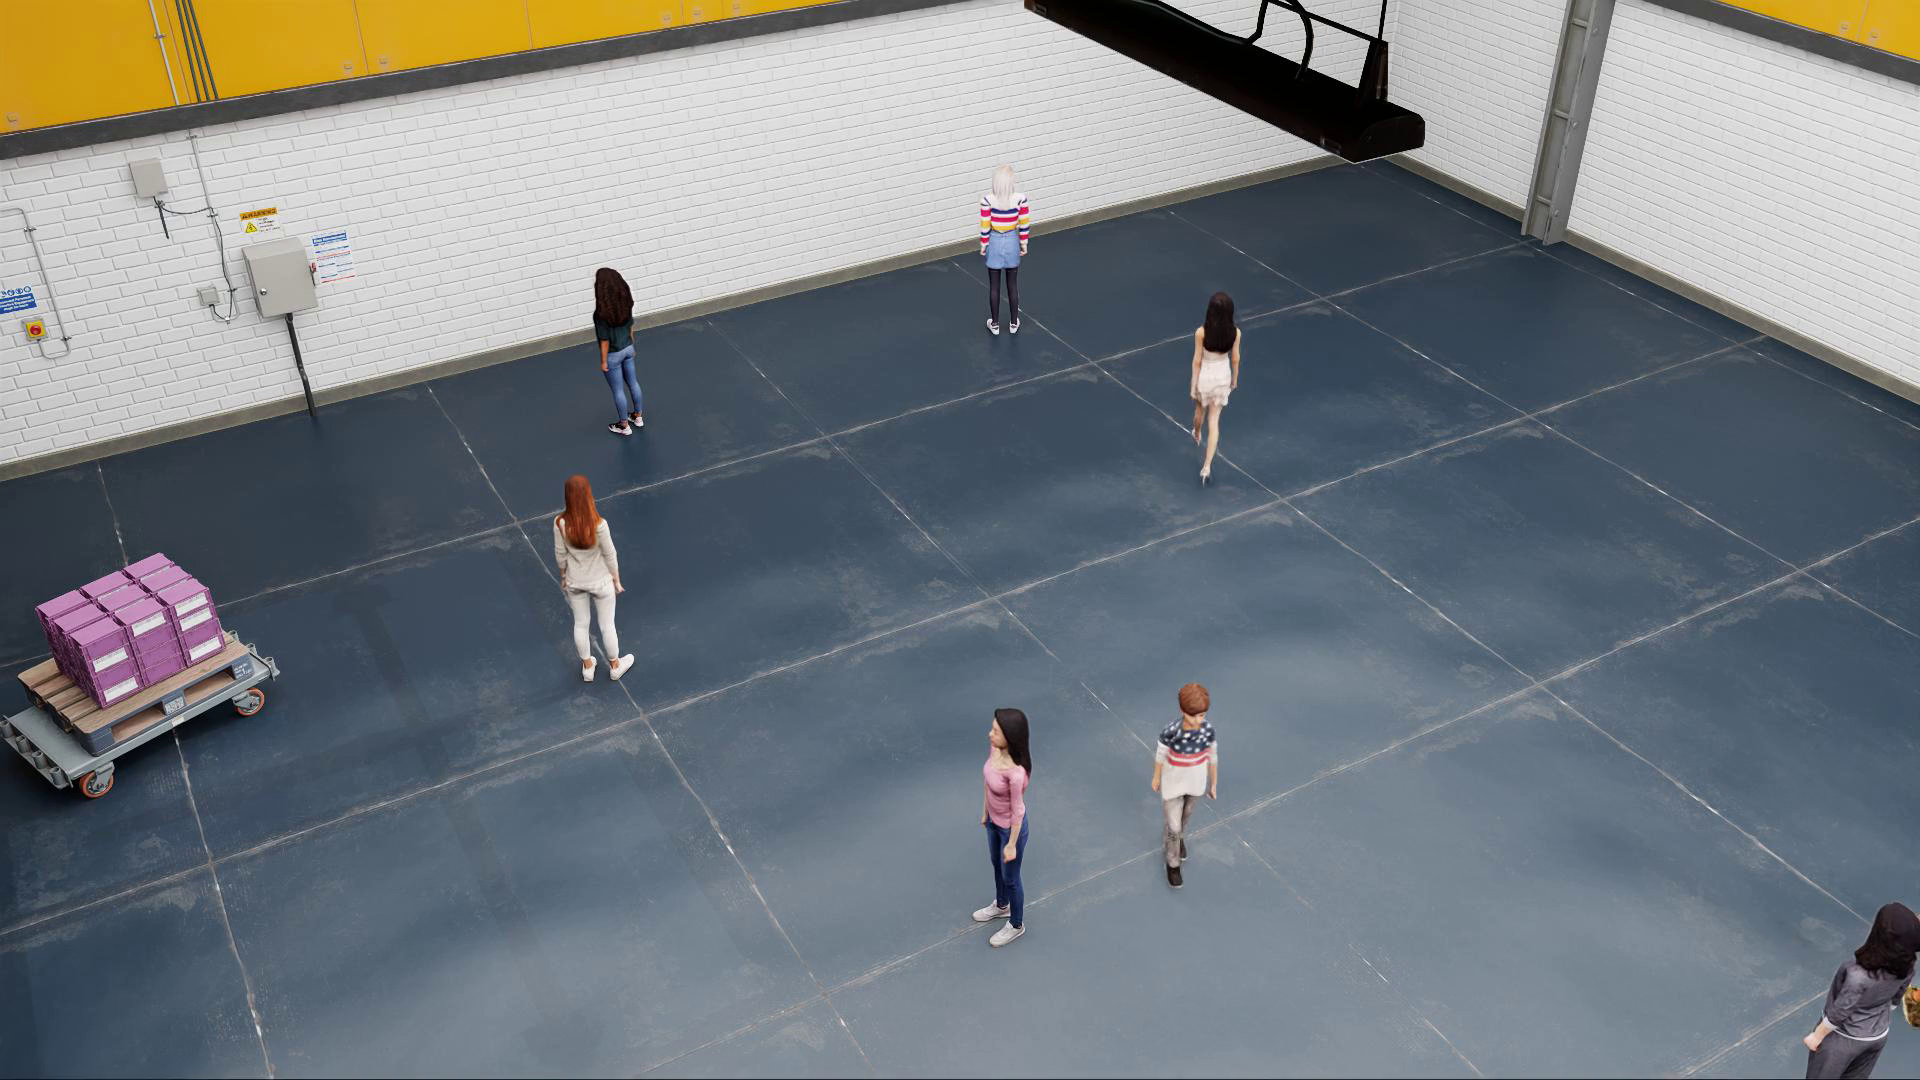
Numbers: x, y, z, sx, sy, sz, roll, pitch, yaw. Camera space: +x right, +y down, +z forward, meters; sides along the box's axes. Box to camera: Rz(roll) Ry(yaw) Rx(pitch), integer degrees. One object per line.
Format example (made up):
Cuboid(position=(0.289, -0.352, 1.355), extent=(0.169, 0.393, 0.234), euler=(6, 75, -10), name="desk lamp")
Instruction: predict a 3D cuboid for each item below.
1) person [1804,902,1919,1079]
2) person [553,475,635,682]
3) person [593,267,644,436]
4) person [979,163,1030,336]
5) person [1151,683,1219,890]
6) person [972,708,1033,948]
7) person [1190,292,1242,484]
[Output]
Cuboid(position=(4.643, 2.562, 8.648), extent=(0.638, 1.765, 0.584), euler=(-10, 35, -14), name="person")
Cuboid(position=(-2.703, 0.293, 12.111), extent=(0.694, 1.710, 0.722), euler=(3, 34, 5), name="person")
Cuboid(position=(-3.145, -1.736, 15.250), extent=(0.713, 1.615, 0.691), euler=(22, 39, 29), name="person")
Cuboid(position=(0.437, -2.968, 16.929), extent=(0.717, 1.808, 0.666), euler=(-3, 34, -4), name="person")
Cuboid(position=(1.413, 1.464, 10.607), extent=(0.676, 1.426, 0.810), euler=(-6, 34, -9), name="person")
Cuboid(position=(0.276, 1.701, 9.965), extent=(0.656, 1.742, 0.491), euler=(-12, 36, -18), name="person")
Cuboid(position=(2.216, -1.288, 14.513), extent=(0.925, 1.685, 1.139), euler=(-1, 34, -1), name="person")
